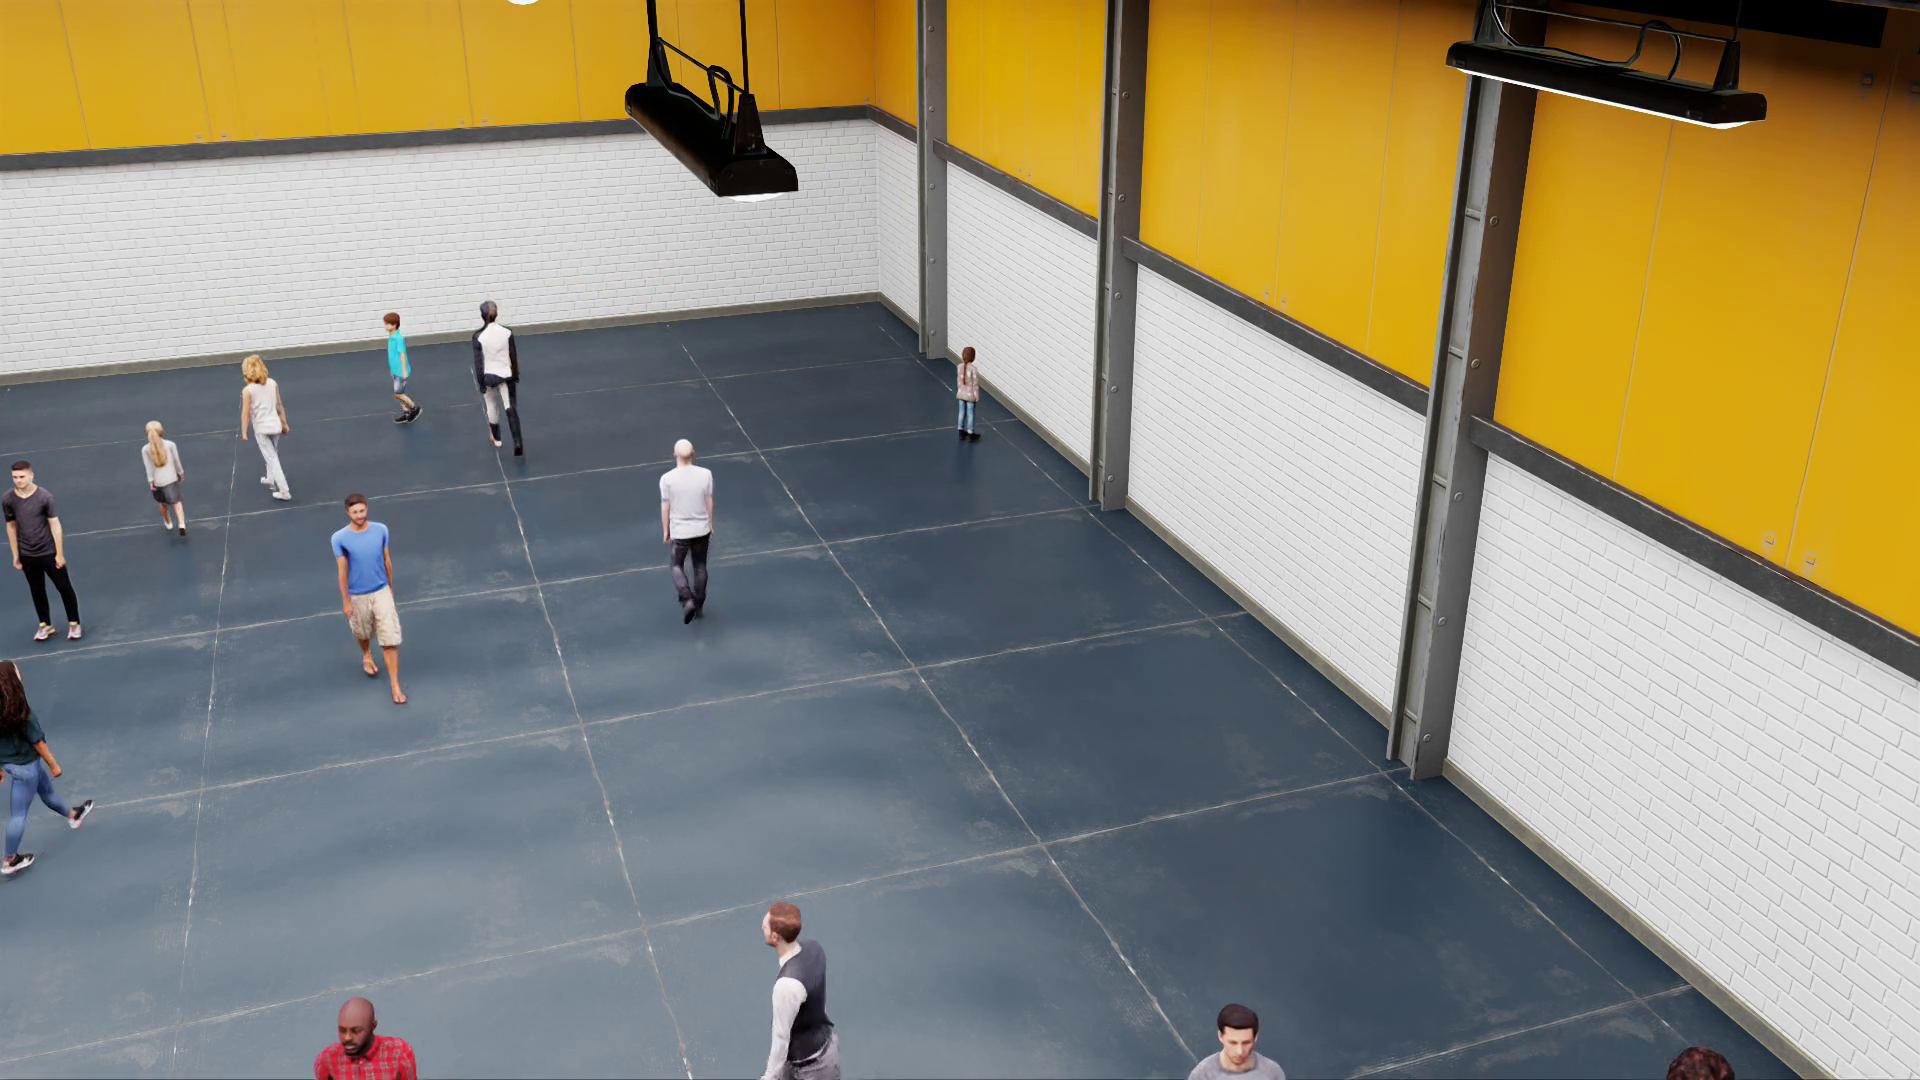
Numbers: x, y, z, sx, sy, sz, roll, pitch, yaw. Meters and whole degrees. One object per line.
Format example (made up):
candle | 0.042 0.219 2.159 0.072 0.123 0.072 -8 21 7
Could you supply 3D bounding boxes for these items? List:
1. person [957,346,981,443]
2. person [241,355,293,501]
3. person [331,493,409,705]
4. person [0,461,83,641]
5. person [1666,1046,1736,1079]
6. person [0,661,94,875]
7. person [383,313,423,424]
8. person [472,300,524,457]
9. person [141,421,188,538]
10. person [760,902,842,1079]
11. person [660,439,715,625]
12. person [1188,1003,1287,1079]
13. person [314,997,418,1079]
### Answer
person | 0.091 -1.797 20.419 0.526 1.193 0.609 18 29 35
person | -7.679 -1.228 18.553 1.006 1.645 0.916 14 27 29
person | -5.196 0.440 14.520 0.777 1.819 1.286 -13 27 -27
person | -8.500 0.094 15.384 0.680 1.761 0.624 -2 24 -5
person | 3.520 3.206 8.286 0.613 1.744 1.086 -6 24 -13
person | -6.840 1.674 12.006 1.028 1.572 1.143 8 25 18
person | -7.001 -2.169 20.963 0.670 1.439 0.585 -17 29 -34
person | -5.460 -1.884 19.788 0.736 1.858 1.216 -10 26 -22
person | -8.446 -0.637 17.685 0.609 1.257 0.881 -13 27 -27
person | -0.722 2.827 8.994 1.032 1.872 1.155 -1 24 -3
person | -2.531 -0.047 15.635 0.650 1.819 0.880 -9 25 -19
person | 1.395 3.094 8.413 0.875 1.847 1.187 -1 24 -2
person | -2.981 3.059 8.554 0.858 1.798 1.171 -2 24 -5
